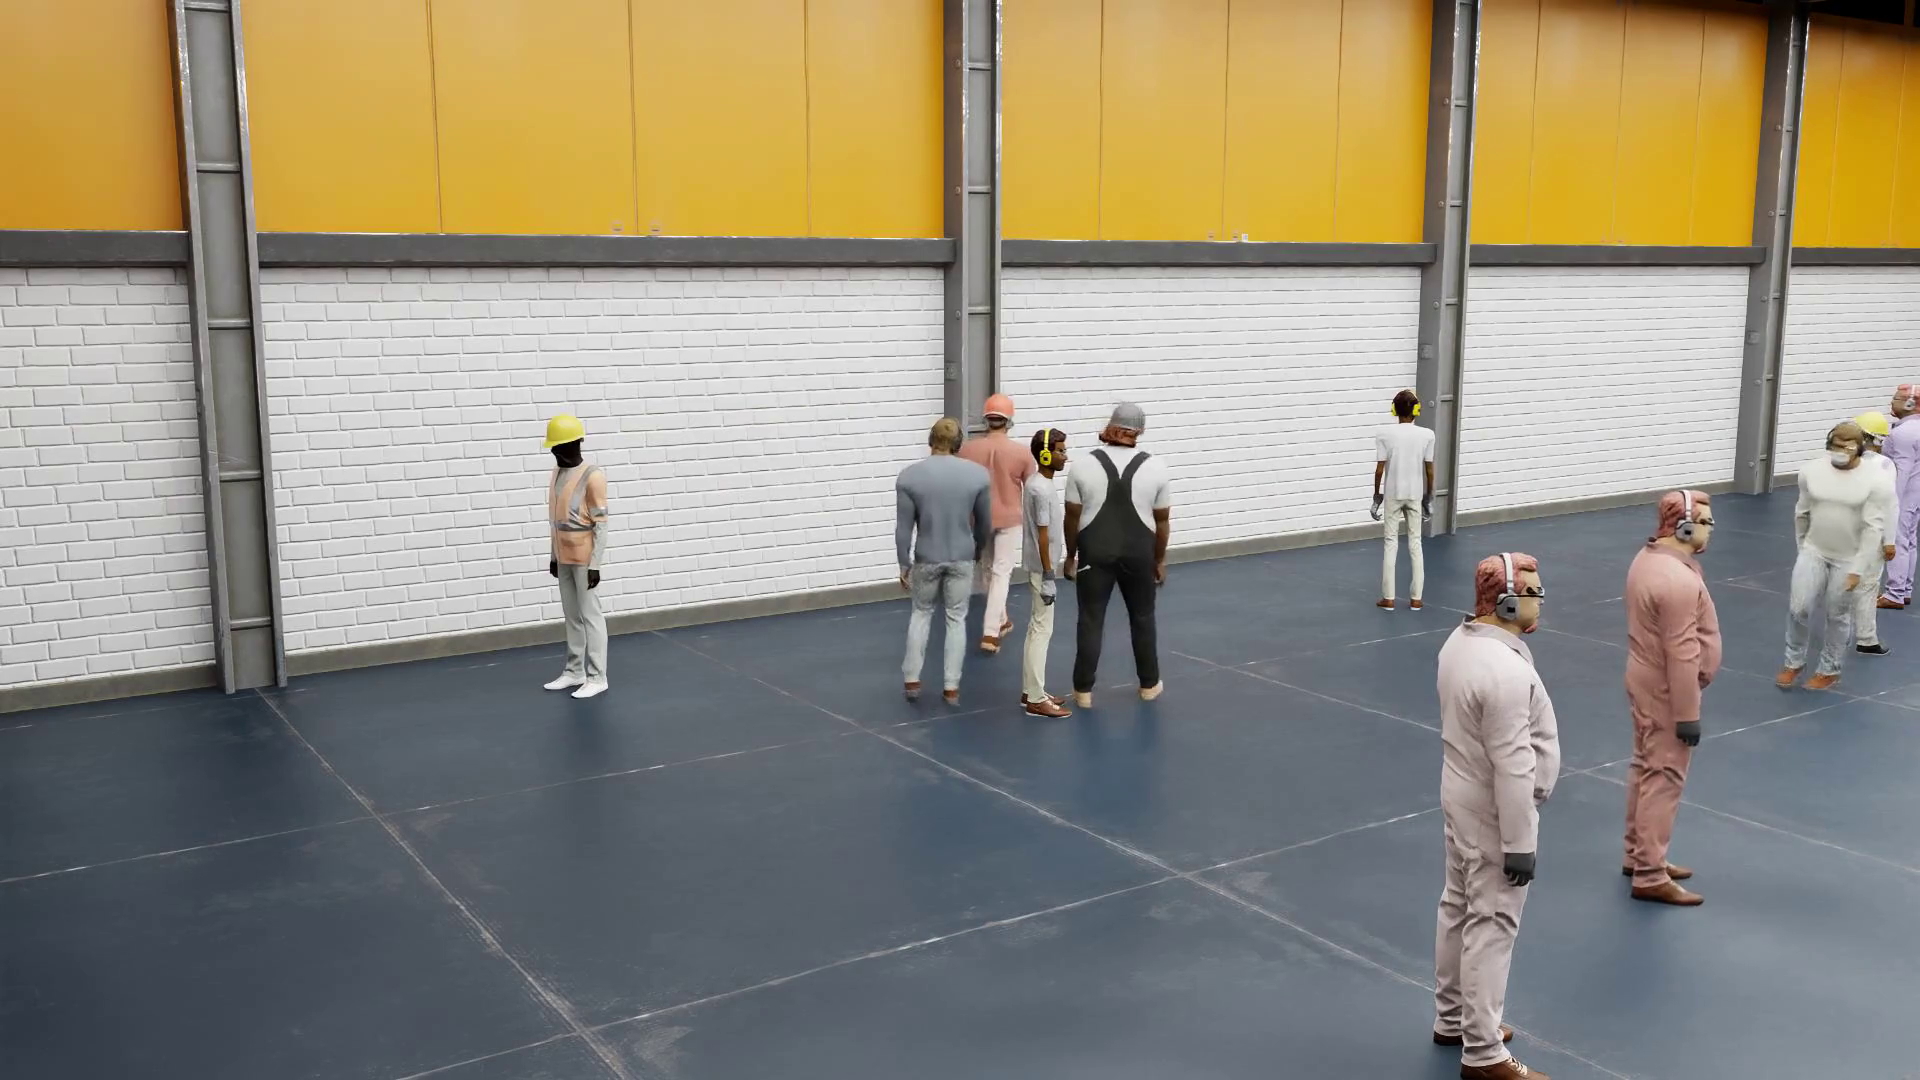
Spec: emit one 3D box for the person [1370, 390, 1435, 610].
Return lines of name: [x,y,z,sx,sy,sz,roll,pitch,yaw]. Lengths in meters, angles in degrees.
person: [3.730,-0.331,14.042,0.514,1.863,0.327,1,9,6]

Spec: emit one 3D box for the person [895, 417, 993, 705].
person: [-0.104,0.133,11.089,0.642,1.909,0.538,0,9,0]

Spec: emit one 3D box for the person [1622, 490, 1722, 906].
person: [3.269,0.711,7.649,0.406,1.902,0.647,2,10,11]

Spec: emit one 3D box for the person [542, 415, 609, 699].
person: [-2.602,0.108,11.227,0.382,1.917,0.585,-9,13,-44]

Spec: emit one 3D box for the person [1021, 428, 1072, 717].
person: [0.558,0.206,10.782,0.313,1.869,0.538,-1,9,-3]

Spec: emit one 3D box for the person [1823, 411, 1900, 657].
person: [6.742,-0.049,12.434,0.403,1.830,0.588,-4,10,-24]

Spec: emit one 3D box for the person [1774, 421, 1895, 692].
person: [5.895,0.132,11.145,0.611,1.887,0.642,-9,13,-43]

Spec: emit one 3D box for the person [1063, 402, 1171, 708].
person: [1.040,0.077,11.046,0.721,2.000,0.611,0,9,3]

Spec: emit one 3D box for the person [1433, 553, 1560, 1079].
person: [1.928,0.987,5.967,0.409,1.909,0.642,0,9,-1]

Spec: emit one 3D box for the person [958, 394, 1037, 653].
person: [0.297,-0.140,12.677,0.628,1.948,1.046,3,10,16]

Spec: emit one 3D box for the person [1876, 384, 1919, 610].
person: [7.968,-0.369,14.119,0.409,1.913,0.651,9,13,42]
